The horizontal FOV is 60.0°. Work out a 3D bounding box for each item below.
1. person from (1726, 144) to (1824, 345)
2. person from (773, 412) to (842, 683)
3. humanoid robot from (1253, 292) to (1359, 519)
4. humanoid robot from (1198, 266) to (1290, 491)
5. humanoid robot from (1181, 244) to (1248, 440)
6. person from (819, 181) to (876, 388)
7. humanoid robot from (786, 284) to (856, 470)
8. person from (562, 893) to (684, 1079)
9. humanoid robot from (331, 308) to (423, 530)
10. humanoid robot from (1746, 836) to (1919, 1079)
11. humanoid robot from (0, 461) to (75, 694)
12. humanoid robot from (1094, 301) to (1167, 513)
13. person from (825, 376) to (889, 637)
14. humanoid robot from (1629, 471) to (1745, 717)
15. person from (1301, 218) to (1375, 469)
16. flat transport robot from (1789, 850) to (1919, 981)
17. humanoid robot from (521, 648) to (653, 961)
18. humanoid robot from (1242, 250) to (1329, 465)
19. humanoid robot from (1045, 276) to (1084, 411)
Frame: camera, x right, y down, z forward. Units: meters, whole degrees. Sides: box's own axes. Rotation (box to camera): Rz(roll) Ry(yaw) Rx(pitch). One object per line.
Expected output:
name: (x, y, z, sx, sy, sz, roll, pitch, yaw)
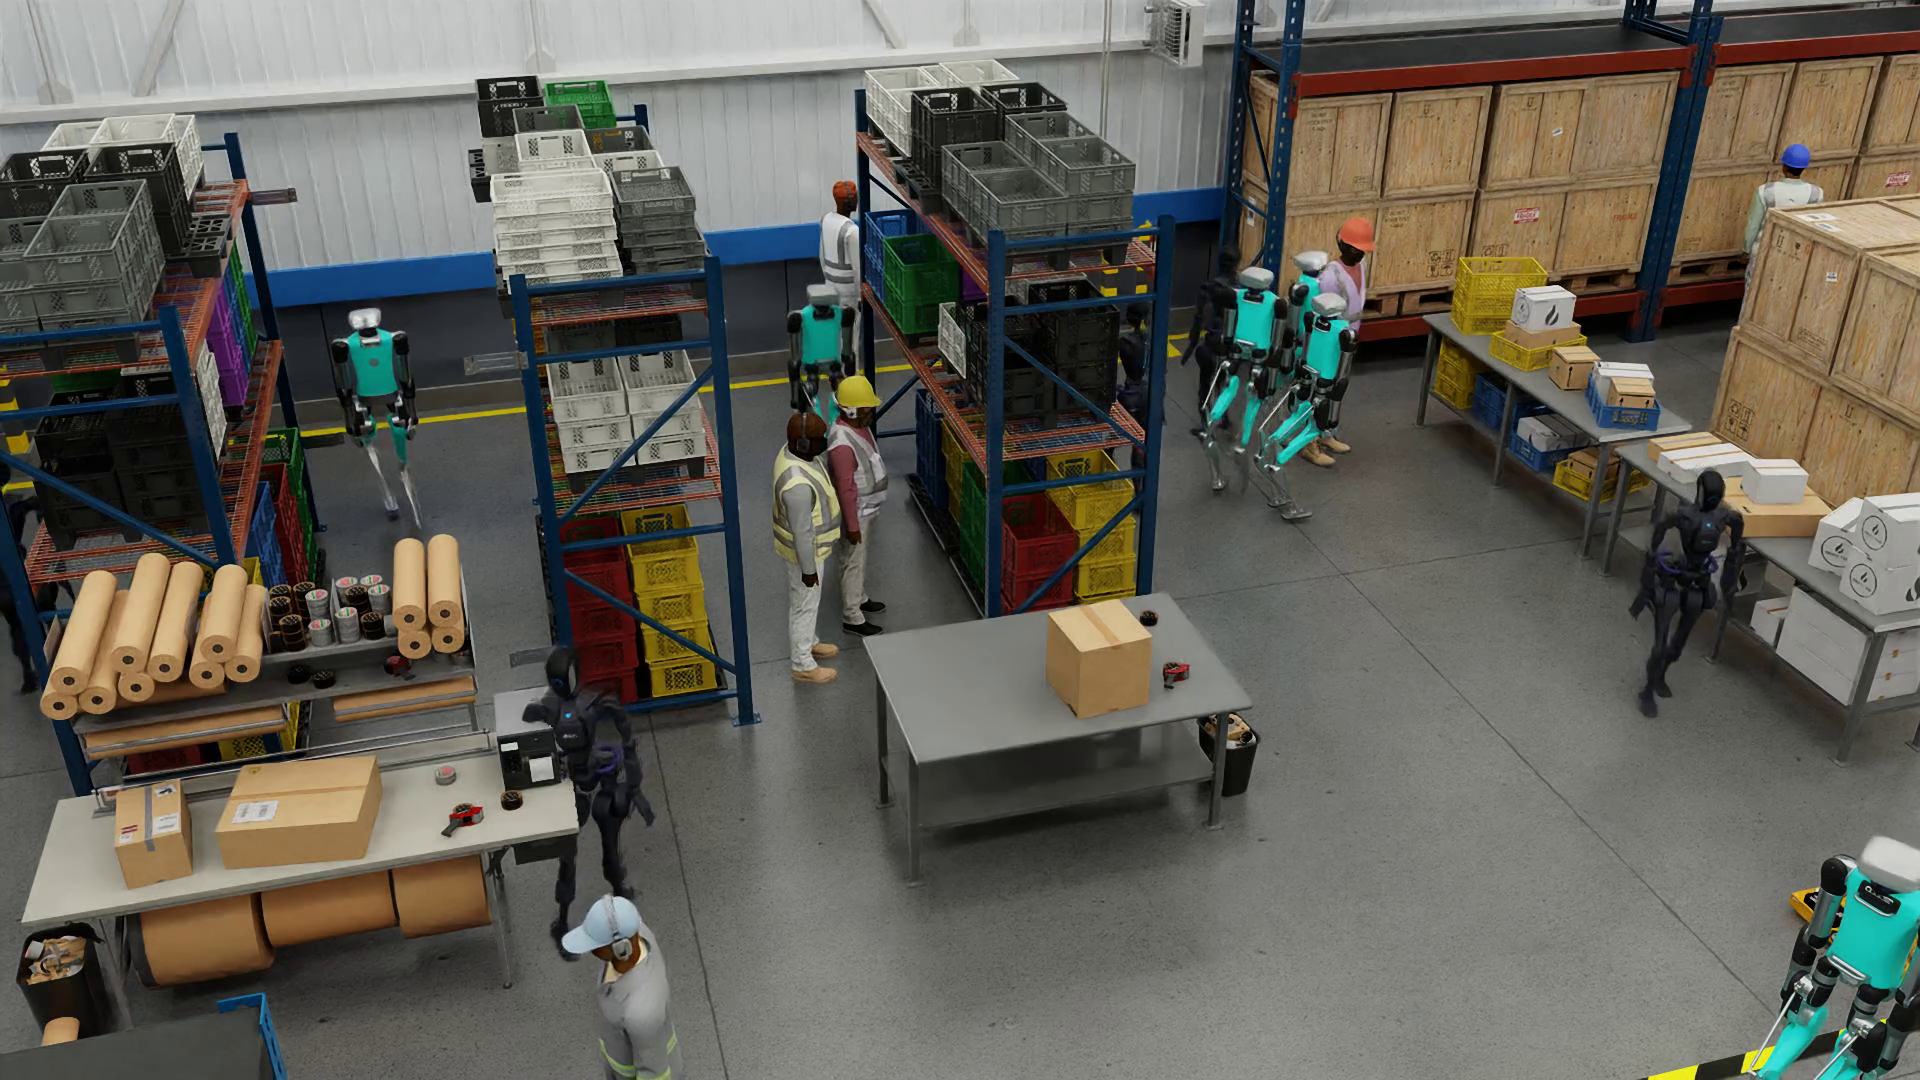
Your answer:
person: (7.485, -2.660, 15.257, 0.610, 1.950, 0.377, 5, 29, 9)
person: (-0.952, 0.039, 10.472, 0.431, 1.836, 0.617, -3, 29, -5)
humanoid robot: (2.475, -0.963, 12.285, 0.744, 1.695, 0.531, -13, 32, -23)
humanoid robot: (2.095, -1.117, 12.744, 0.550, 1.820, 0.860, 18, 34, 30)
humanoid robot: (2.110, -1.609, 13.631, 0.611, 1.651, 0.334, -12, 31, -21)
person: (-0.998, -2.199, 14.485, 0.338, 1.882, 0.580, -19, 34, -31)
humanoid robot: (-0.969, -1.023, 12.502, 0.559, 1.732, 1.024, -12, 31, -20)
person: (-1.300, 2.137, 6.630, 0.390, 1.851, 0.586, -9, 30, -15)
humanoid robot: (-4.309, -0.927, 12.354, 0.538, 1.802, 0.799, -12, 31, -21)
humanoid robot: (3.504, 2.018, 6.828, 0.735, 1.674, 0.533, -16, 33, -27)
humanoid robot: (-5.824, 0.264, 10.230, 0.590, 1.637, 0.518, -4, 29, -7)
humanoid robot: (1.277, -1.032, 12.590, 0.609, 1.633, 0.625, -14, 32, -23)
person: (-0.672, -0.231, 10.959, 0.404, 1.829, 0.599, 1, 29, 3)
humanoid robot: (4.448, 0.300, 10.169, 0.613, 1.636, 0.540, 0, 29, 0)
person: (3.024, -1.577, 13.198, 0.399, 2.036, 0.607, 21, 35, 33)
flat transport robot: (5.163, 1.916, 8.676, 1.431, 0.231, 0.659, -8, 30, -14)
humanoid robot: (-1.853, 1.317, 8.322, 0.601, 1.648, 0.550, -3, 29, -6)
humanoid robot: (2.596, -1.515, 13.348, 0.675, 1.747, 0.568, 23, 36, 35)
humanoid robot: (0.798, -1.636, 13.689, 0.437, 1.639, 0.611, 10, 30, 18)
